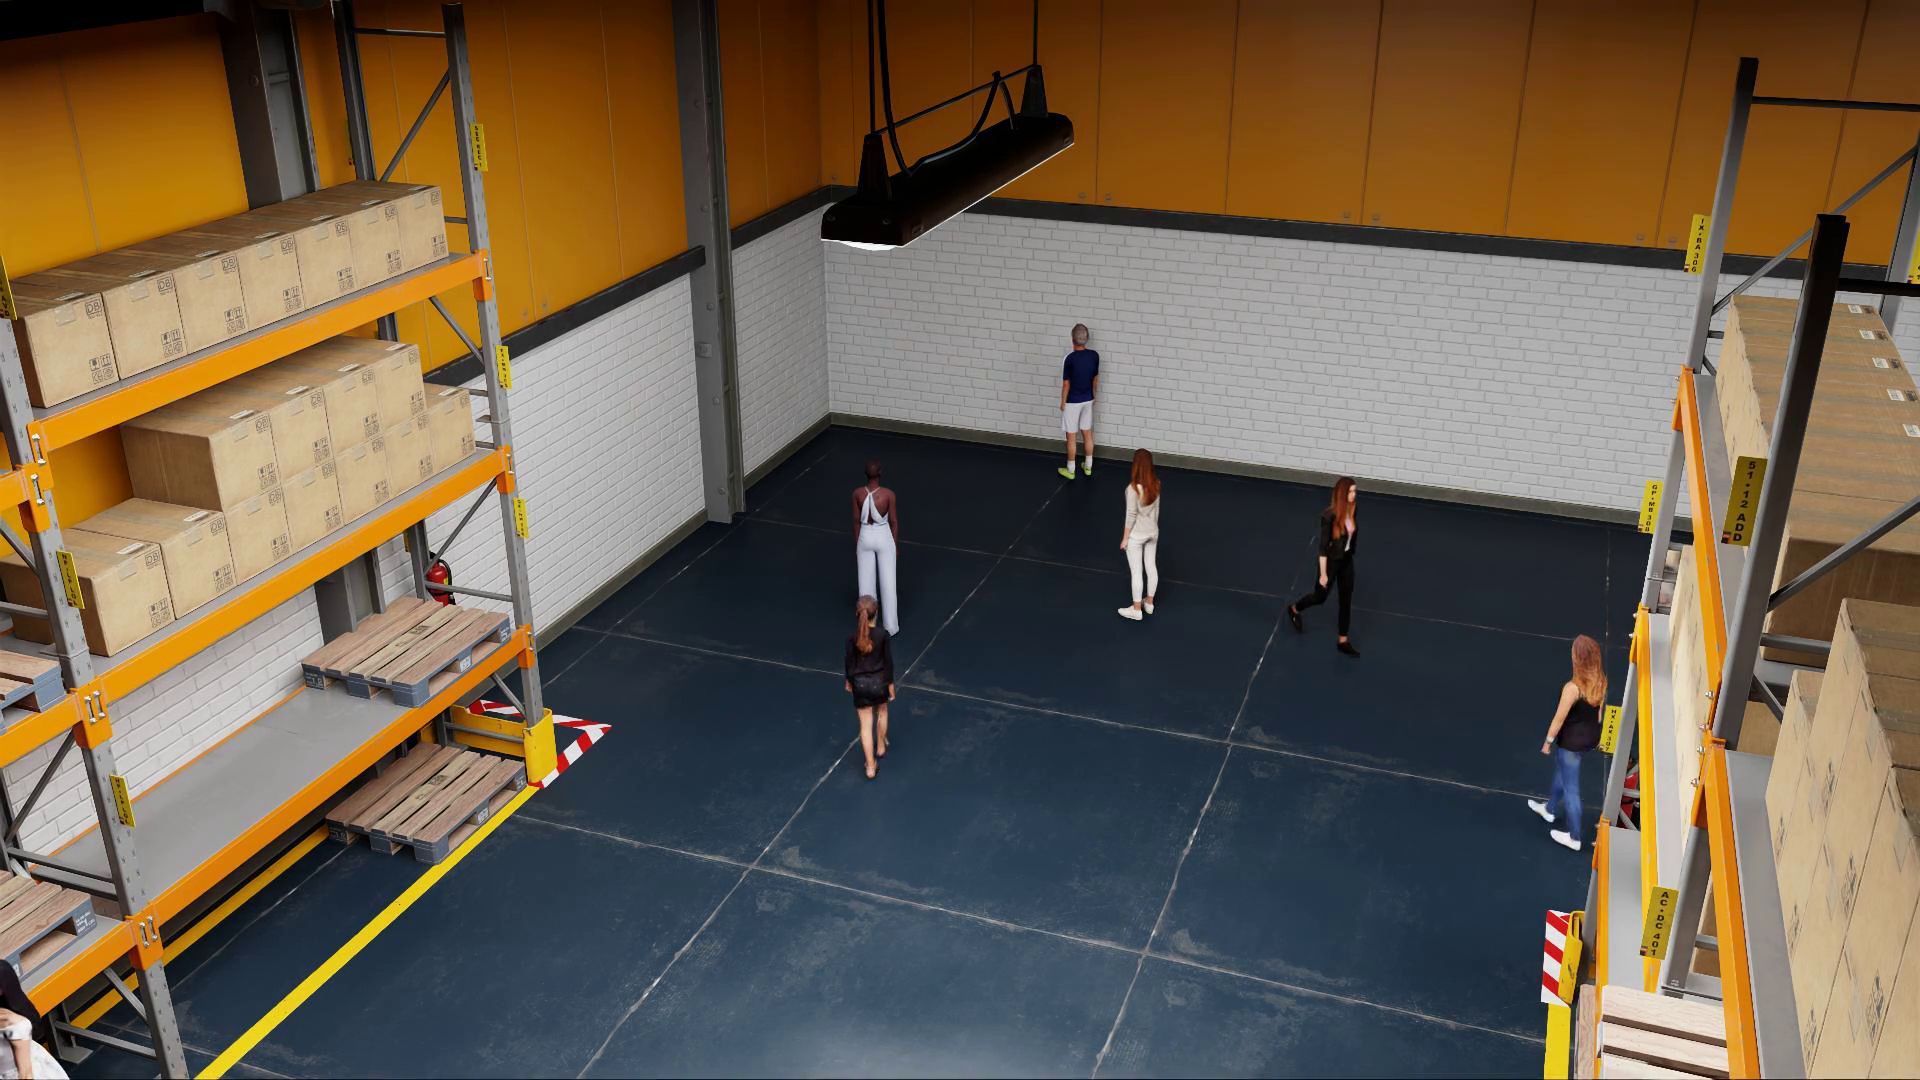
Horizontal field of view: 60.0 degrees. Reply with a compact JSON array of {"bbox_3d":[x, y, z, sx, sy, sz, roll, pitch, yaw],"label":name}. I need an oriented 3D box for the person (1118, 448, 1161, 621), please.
[{"bbox_3d":[1.747,-0.061,15.921,0.654,1.712,0.745,-17,29,-34],"label":"person"}]

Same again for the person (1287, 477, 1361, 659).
[{"bbox_3d":[3.388,0.206,15.343,1.102,1.687,1.096,-14,27,-29],"label":"person"}]

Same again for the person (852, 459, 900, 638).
[{"bbox_3d":[-0.784,0.079,15.512,0.611,1.784,0.550,3,24,6],"label":"person"}]

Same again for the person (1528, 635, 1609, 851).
[{"bbox_3d":[4.619,1.529,12.300,0.880,1.700,0.901,-16,28,-32],"label":"person"}]

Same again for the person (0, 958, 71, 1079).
[{"bbox_3d":[-4.982,2.973,8.910,0.802,1.769,0.776,-18,29,-35],"label":"person"}]

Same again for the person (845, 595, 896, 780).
[{"bbox_3d":[-0.719,1.189,13.277,0.734,1.542,0.883,-1,24,-2],"label":"person"}]

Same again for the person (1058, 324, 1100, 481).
[{"bbox_3d":[1.383,-1.621,19.333,0.707,1.839,0.782,-13,27,-26],"label":"person"}]
